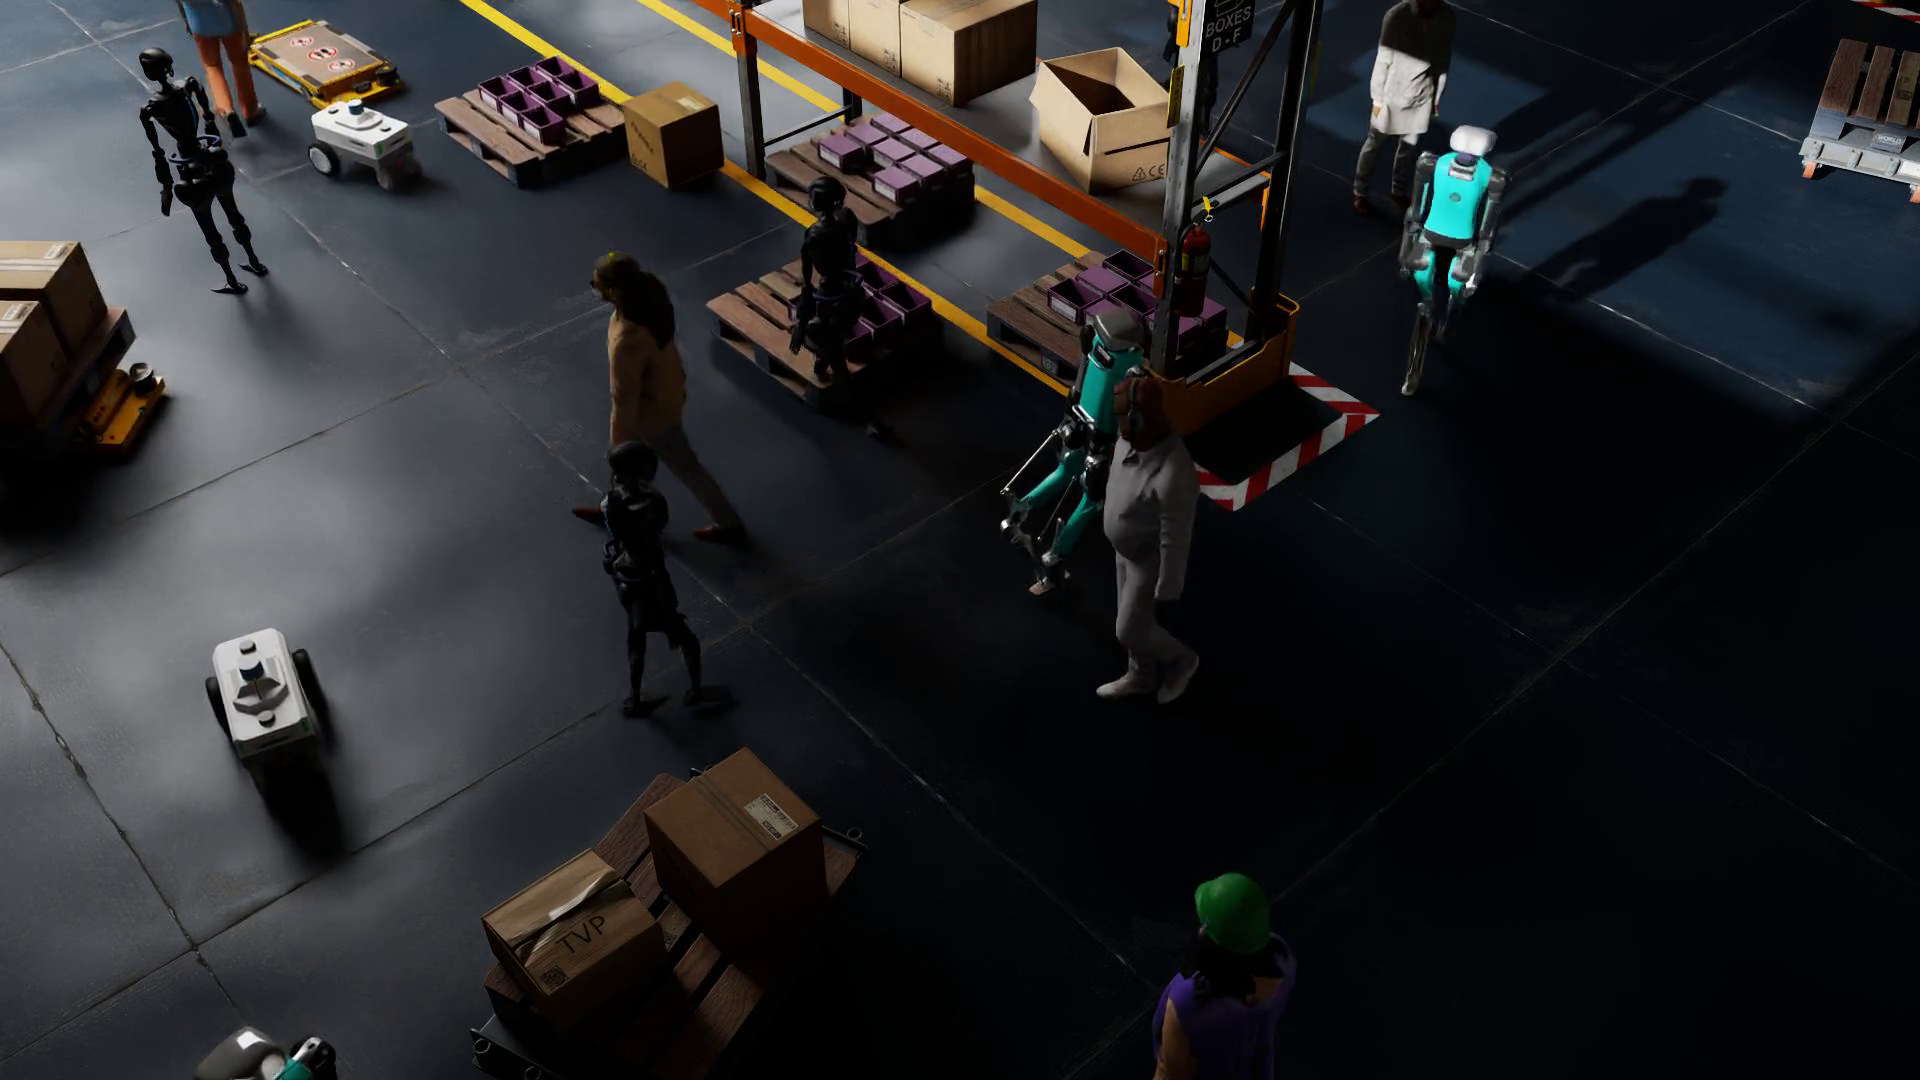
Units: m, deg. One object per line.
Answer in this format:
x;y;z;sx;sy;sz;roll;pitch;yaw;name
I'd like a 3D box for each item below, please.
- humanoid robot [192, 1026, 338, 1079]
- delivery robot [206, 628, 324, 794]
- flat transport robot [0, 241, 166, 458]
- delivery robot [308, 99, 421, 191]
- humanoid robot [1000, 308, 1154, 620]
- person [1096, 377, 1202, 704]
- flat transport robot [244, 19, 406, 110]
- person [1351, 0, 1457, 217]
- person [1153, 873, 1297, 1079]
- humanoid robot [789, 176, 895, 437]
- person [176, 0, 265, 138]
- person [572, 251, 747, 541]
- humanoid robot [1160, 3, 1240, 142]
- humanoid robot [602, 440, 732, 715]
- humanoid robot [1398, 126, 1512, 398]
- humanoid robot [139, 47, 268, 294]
-2.426;2.178;5.694;0.828;1.855;0.563;20;46;20;humanoid robot
-3.355;0.782;8.036;0.499;0.598;0.791;-19;46;-20;delivery robot
-5.605;-0.792;9.957;1.431;0.231;0.659;1;43;1;flat transport robot
-4.317;-2.900;12.034;0.793;0.590;0.499;22;47;22;delivery robot
0.515;-0.286;8.405;0.770;1.873;0.541;-20;46;-20;humanoid robot
0.888;0.055;7.855;0.445;1.863;0.700;-11;44;-11;person
-5.089;-3.791;13.219;1.431;0.231;0.659;33;52;31;flat transport robot
3.021;-3.017;11.240;0.521;1.818;0.371;-3;43;-3;person
0.886;1.843;5.869;0.548;1.927;0.417;-26;49;-26;person
-0.719;-1.328;9.546;0.785;1.646;0.589;20;46;20;humanoid robot
-5.421;-3.744;12.075;0.501;1.741;0.664;-7;43;-8;person
-1.649;-0.706;8.720;0.992;1.824;0.572;1;43;1;person
1.744;-3.796;12.215;0.596;1.638;0.745;-15;45;-16;humanoid robot
-1.458;0.181;7.865;0.553;1.644;0.610;-22;47;-22;humanoid robot
2.966;-1.767;9.982;0.527;1.810;0.932;19;46;20;humanoid robot
-4.868;-2.352;10.603;0.315;1.657;0.599;15;45;16;humanoid robot
